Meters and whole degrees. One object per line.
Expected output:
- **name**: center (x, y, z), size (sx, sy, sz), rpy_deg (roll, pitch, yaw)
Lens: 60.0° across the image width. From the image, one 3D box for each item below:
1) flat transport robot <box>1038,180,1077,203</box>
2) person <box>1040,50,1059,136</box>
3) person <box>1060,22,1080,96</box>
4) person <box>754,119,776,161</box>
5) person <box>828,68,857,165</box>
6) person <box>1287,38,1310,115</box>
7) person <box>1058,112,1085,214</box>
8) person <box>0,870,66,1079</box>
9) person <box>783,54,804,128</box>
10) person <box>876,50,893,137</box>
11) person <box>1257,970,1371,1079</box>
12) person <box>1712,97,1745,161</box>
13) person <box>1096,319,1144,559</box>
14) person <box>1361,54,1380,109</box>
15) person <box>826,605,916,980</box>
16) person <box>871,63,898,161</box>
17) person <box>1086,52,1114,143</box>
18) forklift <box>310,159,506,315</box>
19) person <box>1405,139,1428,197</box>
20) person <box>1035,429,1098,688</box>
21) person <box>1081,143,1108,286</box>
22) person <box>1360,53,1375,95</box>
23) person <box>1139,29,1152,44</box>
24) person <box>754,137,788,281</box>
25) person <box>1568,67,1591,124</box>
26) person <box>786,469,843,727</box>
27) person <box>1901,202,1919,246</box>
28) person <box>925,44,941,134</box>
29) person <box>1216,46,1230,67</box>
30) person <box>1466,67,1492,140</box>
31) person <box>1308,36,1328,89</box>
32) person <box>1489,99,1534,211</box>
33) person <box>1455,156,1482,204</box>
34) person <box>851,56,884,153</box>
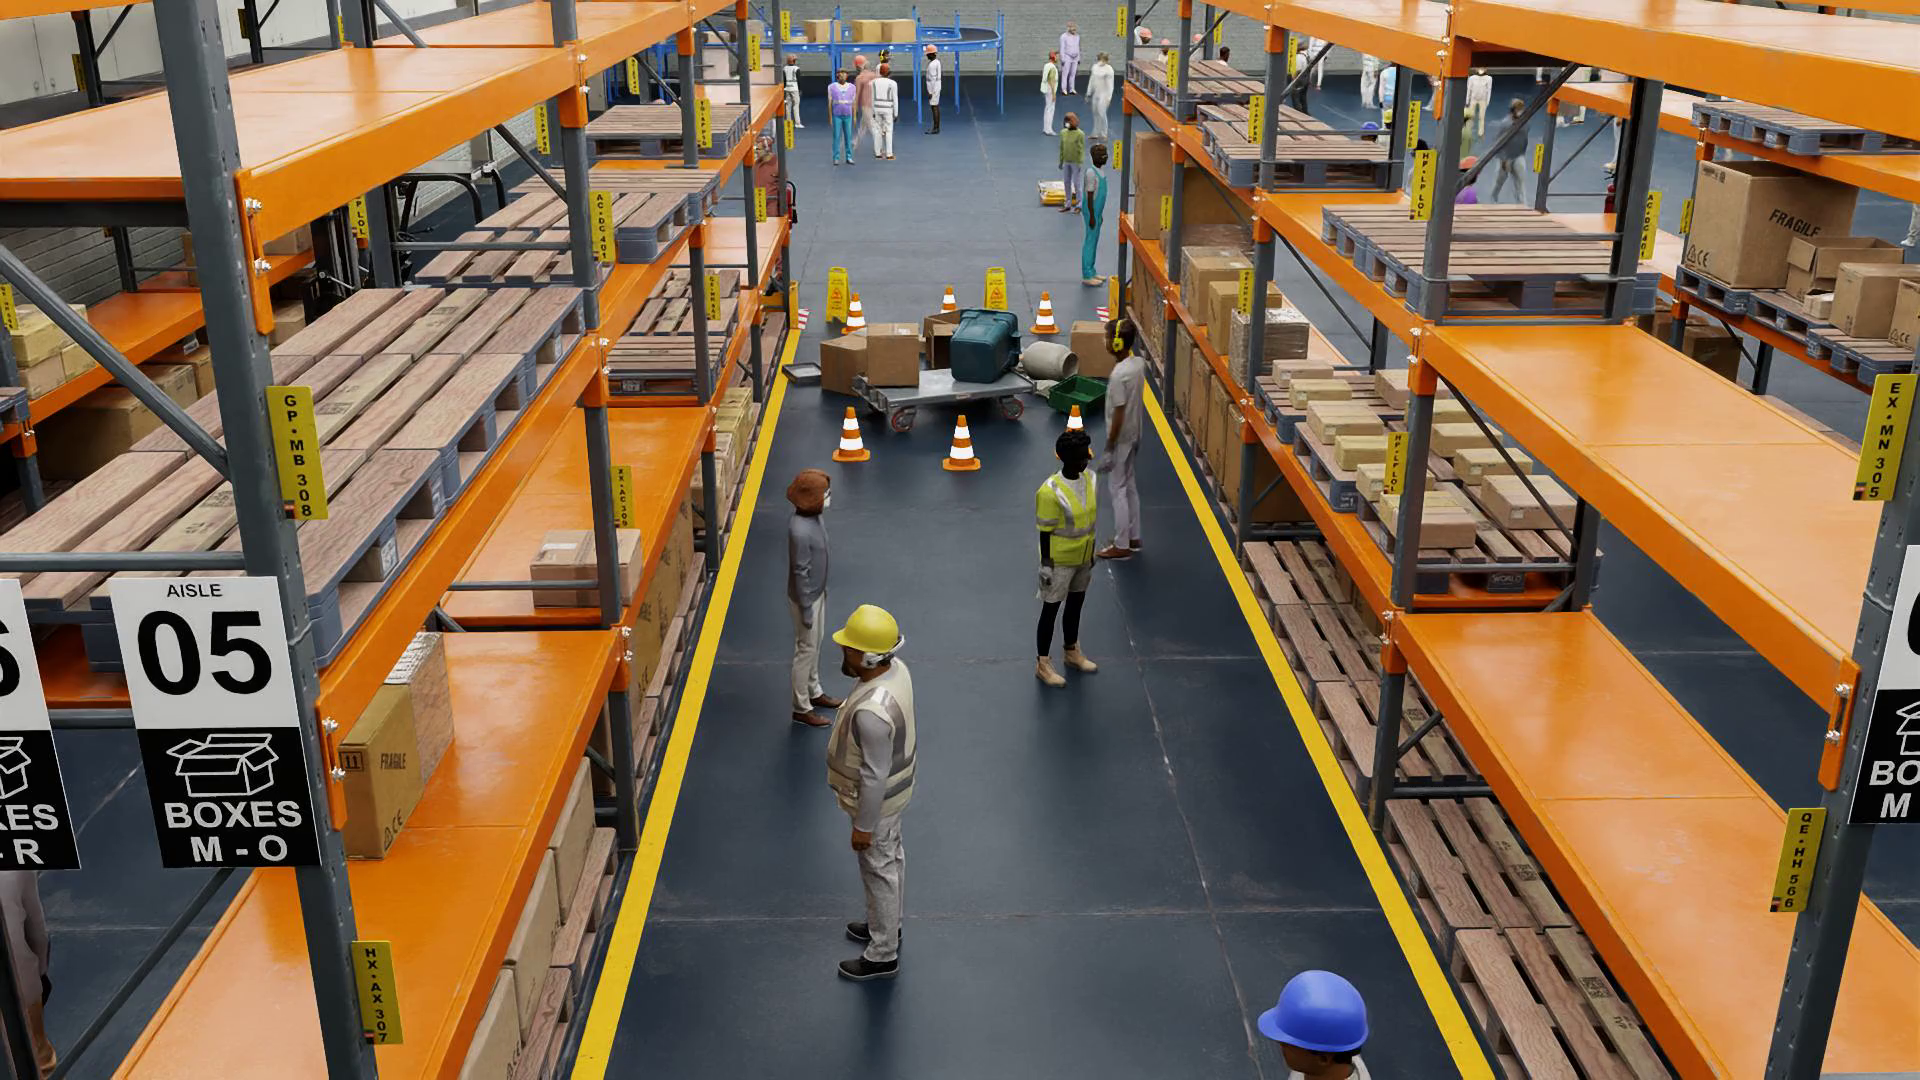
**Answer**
- **flat transport robot**: center (1.714, -6.027, 28.746), size (0.652, 0.197, 1.431), rpy_deg (0, 21, -1)
- **person**: center (1.975, -9.863, 36.705), size (0.388, 1.838, 0.574), rpy_deg (-3, 21, -8)
- **person**: center (2.985, -12.944, 44.753), size (0.639, 1.910, 0.407), rpy_deg (-15, 25, -34)
- **person**: center (-3.631, -7.343, 30.054), size (0.601, 1.830, 0.403), rpy_deg (-6, 21, -14)
- **person**: center (-2.296, -8.273, 32.489), size (0.567, 1.848, 0.389), rpy_deg (-6, 22, -16)
- **person**: center (7.783, -10.550, 38.240), size (0.547, 2.000, 0.857), rpy_deg (11, 23, 26)
- **person**: center (1.828, -6.174, 27.255), size (0.509, 1.627, 0.284), rpy_deg (19, 28, 40)
- **person**: center (-3.664, 1.712, 6.228), size (0.330, 1.751, 0.564), rpy_deg (8, 22, 21)
- **person**: center (-3.822, -10.262, 38.033), size (0.512, 1.642, 0.312), rpy_deg (15, 26, 35)
- **person**: center (-1.676, -9.823, 36.578), size (0.329, 1.861, 0.502), rpy_deg (7, 22, 18)
- **person**: center (1.032, 2.112, 4.902), size (0.404, 1.945, 0.615), rpy_deg (2, 21, 4)
- **person**: center (14.793, -7.976, 32.016), size (0.535, 1.622, 0.449), rpy_deg (0, 21, 0)
- **person**: center (1.221, -0.745, 12.588), size (0.341, 1.863, 0.582), rpy_deg (9, 23, 23)
- **person**: center (10.339, -11.820, 41.728), size (0.409, 1.943, 0.617), rpy_deg (-3, 21, -8)
- **person**: center (-0.405, 1.144, 7.614), size (0.404, 1.837, 0.590), rpy_deg (2, 21, 5)
- **person**: center (-1.499, -8.500, 33.059), size (0.568, 1.878, 0.351), rpy_deg (7, 22, 18)
- **person**: center (3.006, -9.514, 35.727), size (0.340, 1.900, 0.800), rpy_deg (-10, 23, -26)
- **forklift**: center (-5.622, -2.910, 17.832), size (2.313, 2.155, 1.214), rpy_deg (-1, 21, -1)
- **person**: center (6.458, -4.860, 23.705), size (0.453, 1.686, 0.561), rpy_deg (6, 21, 15)
- **person**: center (0.684, 0.103, 10.570), size (0.317, 1.691, 0.536), rpy_deg (18, 27, 40)
- **person**: center (1.792, -4.308, 22.012), size (0.350, 1.847, 0.506), rpy_deg (7, 22, 18)
- **person**: center (11.071, -12.918, 44.909), size (0.337, 1.742, 0.561), rpy_deg (-7, 22, -17)
- **person**: center (4.459, -11.379, 40.442), size (0.416, 2.037, 0.608), rpy_deg (15, 25, 34)
- **person**: center (-2.578, -4.420, 22.232), size (0.404, 1.903, 0.636), rpy_deg (-19, 28, -41)
- **person**: center (14.470, -10.515, 38.728), size (0.509, 1.624, 0.285), rpy_deg (-17, 26, -37)
- **person**: center (-0.896, 0.340, 10.036), size (0.288, 1.626, 0.508), rpy_deg (2, 21, 6)
- **person**: center (14.301, -5.212, 24.556), size (0.484, 1.737, 0.322), rpy_deg (1, 21, 4)
- **person**: center (-0.604, -10.008, 36.948), size (0.356, 1.939, 0.542), rpy_deg (4, 21, 9)
- **person**: center (5.742, -9.926, 36.782), size (0.403, 1.908, 0.599), rpy_deg (-5, 21, -13)
- **person**: center (11.238, -9.516, 36.083), size (0.497, 1.626, 0.279), rpy_deg (7, 22, 18)
- **person**: center (9.976, -13.603, 46.571), size (0.612, 1.843, 0.935), rpy_deg (-3, 21, -8)
- **person**: center (8.889, -6.102, 26.690), size (0.633, 1.886, 0.988), rpy_deg (-6, 21, -14)
- **person**: center (6.157, -3.725, 20.401), size (0.471, 1.900, 0.576), rpy_deg (-5, 21, -13)
- **person**: center (-1.994, -8.913, 34.055), size (1.043, 1.931, 0.637), rpy_deg (12, 24, 29)
